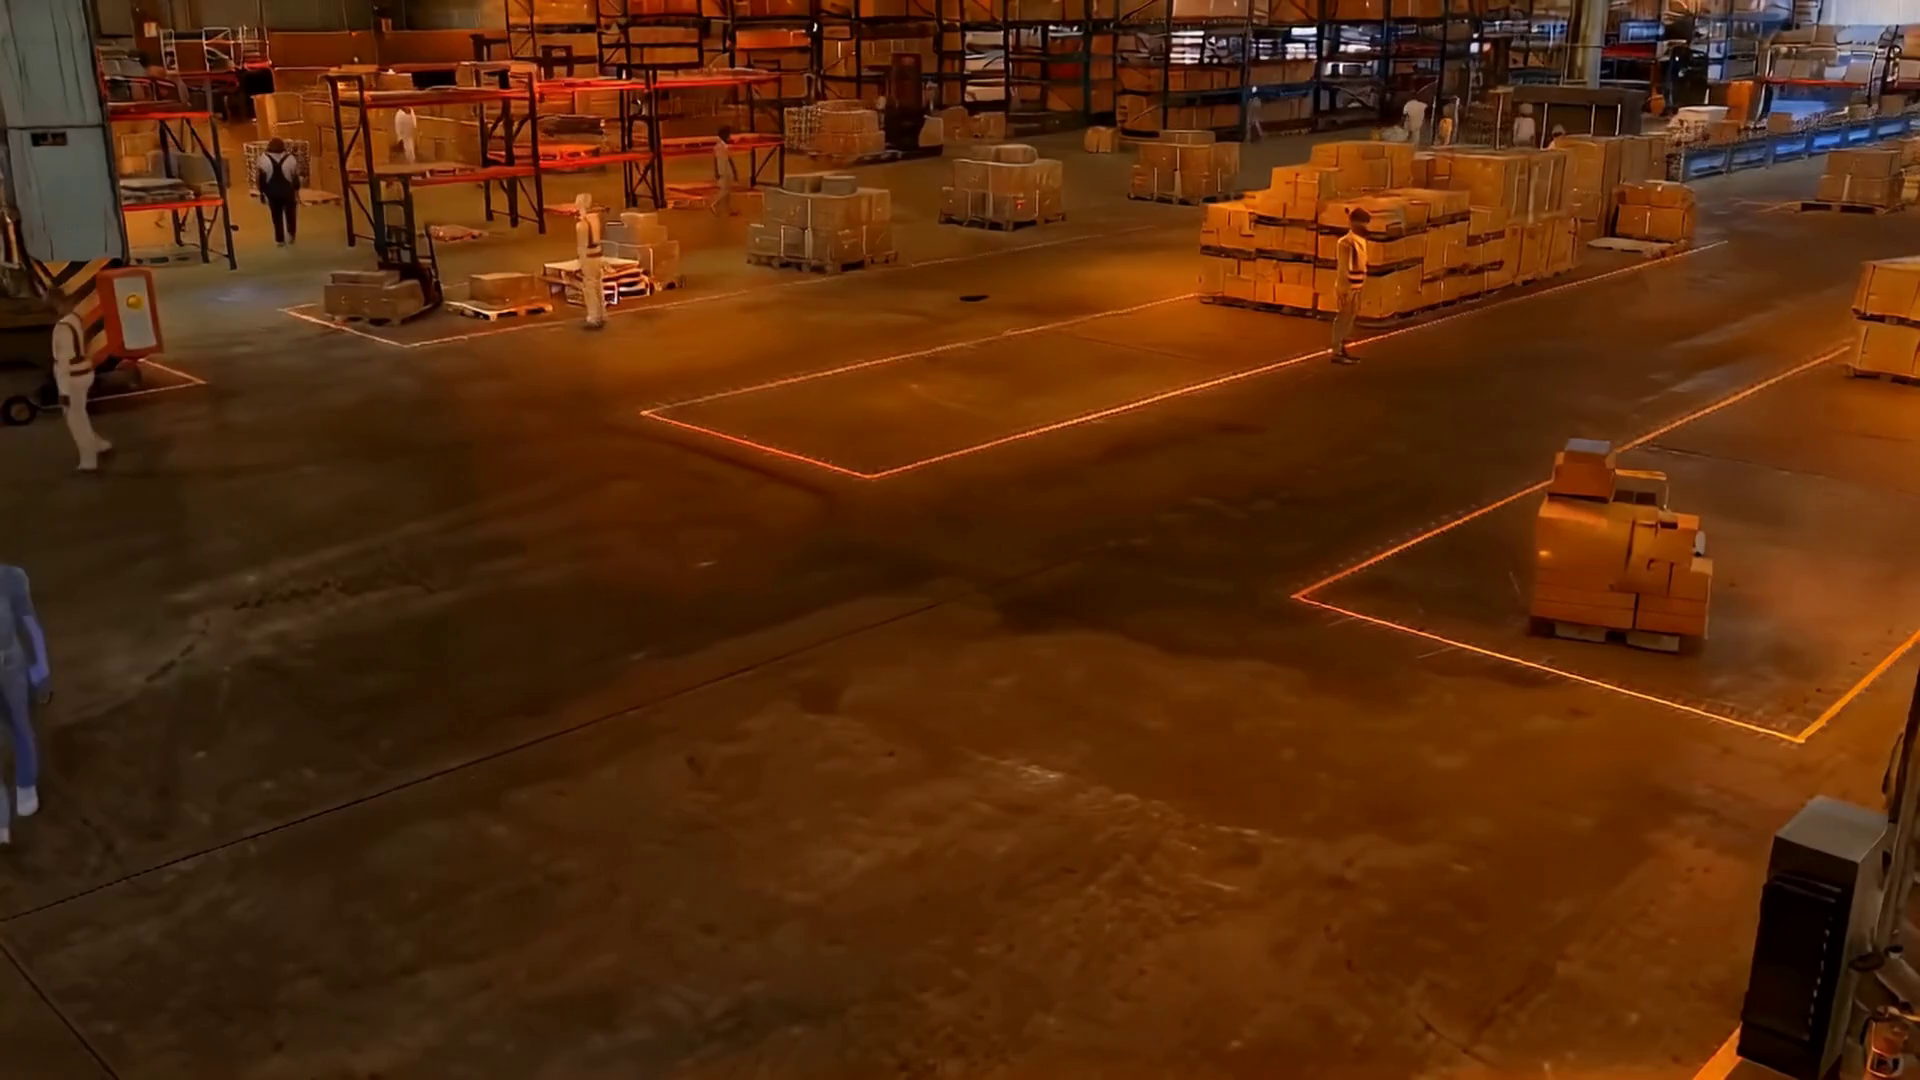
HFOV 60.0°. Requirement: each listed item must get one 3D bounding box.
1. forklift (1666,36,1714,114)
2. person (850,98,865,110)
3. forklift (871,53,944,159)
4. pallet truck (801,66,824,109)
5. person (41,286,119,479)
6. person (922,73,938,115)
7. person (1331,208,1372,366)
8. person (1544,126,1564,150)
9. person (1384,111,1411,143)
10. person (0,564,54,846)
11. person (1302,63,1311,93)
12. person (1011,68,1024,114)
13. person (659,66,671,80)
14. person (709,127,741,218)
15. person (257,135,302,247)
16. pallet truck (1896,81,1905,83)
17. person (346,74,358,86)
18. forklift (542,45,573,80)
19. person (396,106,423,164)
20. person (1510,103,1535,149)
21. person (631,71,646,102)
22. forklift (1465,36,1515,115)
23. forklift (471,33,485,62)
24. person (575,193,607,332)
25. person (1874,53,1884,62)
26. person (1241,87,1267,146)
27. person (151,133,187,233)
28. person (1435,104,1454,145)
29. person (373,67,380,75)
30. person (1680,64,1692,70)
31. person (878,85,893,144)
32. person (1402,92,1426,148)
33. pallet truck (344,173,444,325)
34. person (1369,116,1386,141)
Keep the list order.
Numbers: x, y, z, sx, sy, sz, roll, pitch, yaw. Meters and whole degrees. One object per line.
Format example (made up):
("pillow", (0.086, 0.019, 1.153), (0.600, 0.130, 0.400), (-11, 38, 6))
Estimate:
("forklift", (27.341, -17.291, 61.877), (1.129, 2.768, 1.873), (17, 25, 41))
("person", (-2.848, -11.431, 46.193), (0.525, 1.618, 0.640), (5, 19, 14))
("forklift", (-1.429, -12.073, 46.156), (1.129, 2.768, 1.873), (17, 25, 41))
("pallet truck", (-4.812, -15.182, 56.903), (0.823, 1.965, 1.885), (-9, 21, -26))
("person", (-8.466, -1.491, 15.846), (0.416, 1.871, 0.611), (-5, 19, -15))
("person", (-0.999, -14.339, 54.502), (0.637, 1.914, 0.834), (8, 20, 23))
("person", (4.893, -3.170, 20.790), (0.406, 1.947, 0.607), (12, 22, 33))
("person", (11.792, -7.229, 33.036), (0.545, 1.939, 0.354), (-2, 18, -6))
("person", (9.658, -8.469, 36.737), (0.632, 1.954, 0.419), (-4, 19, -13))
("person", (-5.288, 0.769, 9.106), (0.557, 1.825, 0.932), (-8, 20, -23))
("person", (14.197, -18.701, 68.074), (0.285, 1.633, 0.497), (16, 24, 40))
("person", (1.983, -15.288, 57.341), (0.568, 1.918, 0.453), (16, 24, 40))
("person", (-11.468, -17.603, 64.748), (0.589, 1.629, 0.875), (15, 23, 37))
("person", (-4.848, -7.524, 34.077), (0.808, 1.845, 0.522), (-16, 24, -40))
("person", (-12.323, -6.342, 30.202), (0.714, 2.000, 0.571), (-5, 19, -13))
("pallet truck", (34.802, -16.331, 61.455), (0.653, 1.274, 1.630), (17, 25, 41))
("person", (-21.116, -15.375, 57.964), (0.448, 1.685, 0.547), (10, 21, 27))
("forklift", (-12.559, -14.128, 52.346), (1.873, 2.768, 1.129), (17, 25, 41))
("person", (-14.081, -10.314, 42.535), (0.560, 1.812, 0.631), (6, 19, 17))
("person", (13.146, -9.248, 39.055), (0.607, 1.990, 1.086), (-13, 22, -33))
("person", (-11.783, -16.329, 60.926), (0.544, 1.620, 0.394), (1, 18, 2))
("forklift", (19.973, -17.201, 61.605), (1.873, 2.768, 1.129), (16, 24, 40))
("forklift", (-18.948, -18.572, 65.737), (1.873, 2.768, 1.129), (-7, 19, -19))
("person", (-5.081, -3.801, 22.792), (0.355, 1.883, 0.574), (5, 19, 15))
("person", (38.904, -19.667, 70.564), (0.399, 1.905, 0.642), (-8, 20, -22))
("person", (8.856, -12.712, 49.885), (0.803, 1.731, 0.534), (-12, 22, -32))
("person", (-15.259, -6.876, 32.052), (0.986, 1.876, 0.613), (17, 25, 41))
("person", (11.532, -9.403, 39.615), (0.386, 1.918, 0.595), (2, 18, 6))
("person", (-20.129, -15.450, 57.856), (0.680, 1.919, 0.541), (15, 23, 37))
("person", (31.321, -20.053, 72.006), (0.894, 1.724, 0.526), (-17, 25, -42))
("person", (-1.985, -11.895, 47.147), (0.666, 1.896, 0.933), (-3, 19, -10))
("person", (12.243, -11.162, 45.033), (0.651, 1.838, 1.051), (1, 18, 2))
("pallet truck", (-8.209, -4.181, 23.757), (0.823, 1.965, 1.885), (3, 19, 9))
("person", (9.740, -9.037, 38.874), (0.559, 1.676, 0.484), (15, 24, 39))
